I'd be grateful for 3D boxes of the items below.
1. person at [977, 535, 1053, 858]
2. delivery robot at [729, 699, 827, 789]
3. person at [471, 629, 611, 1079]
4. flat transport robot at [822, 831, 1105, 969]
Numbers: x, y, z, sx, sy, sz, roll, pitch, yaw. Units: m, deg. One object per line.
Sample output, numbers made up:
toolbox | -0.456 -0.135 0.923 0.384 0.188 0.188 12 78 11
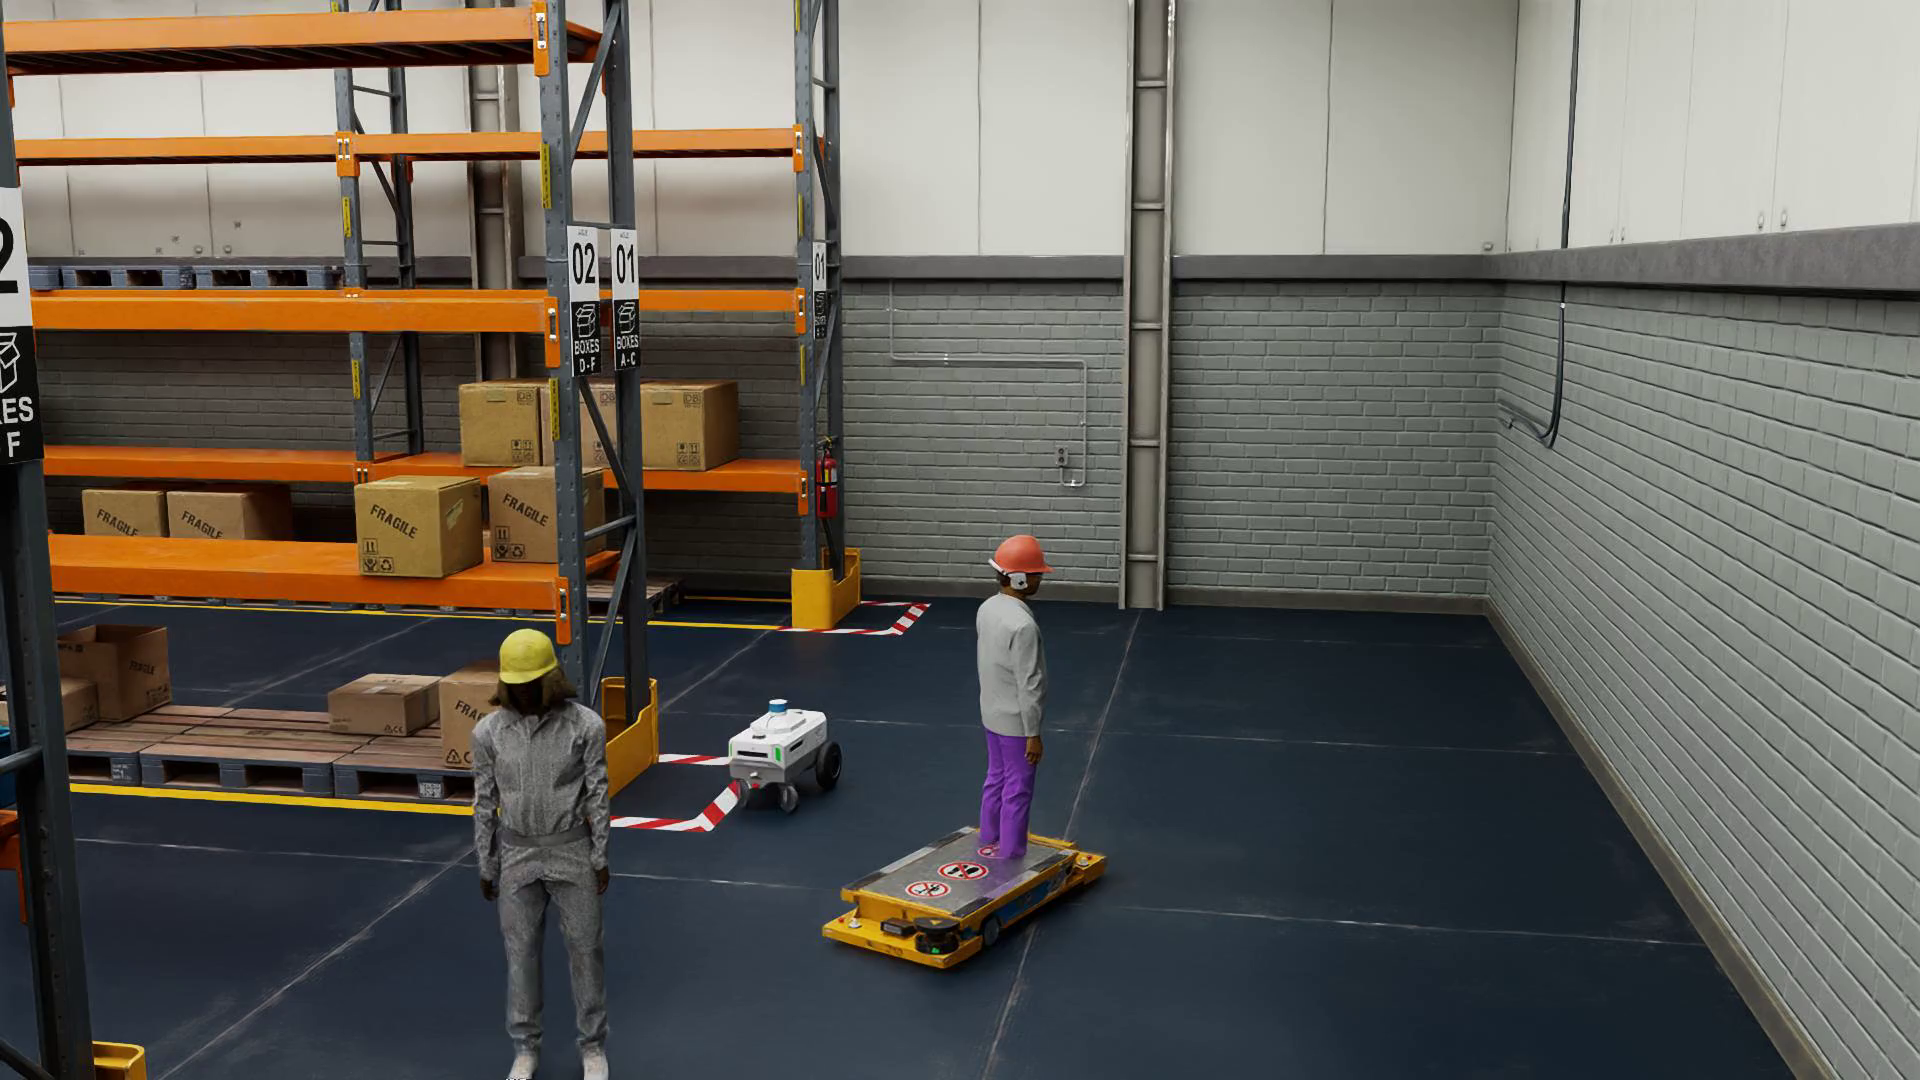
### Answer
person | 0.274 0.840 7.958 0.333 1.749 0.575 -3 10 -20
delivery robot | -1.030 1.151 9.451 0.477 0.478 0.707 3 10 18
person | -1.514 1.162 6.036 0.488 1.726 0.356 -1 9 -5
flat transport robot | 0.052 1.610 7.770 0.652 0.197 1.431 6 11 33
